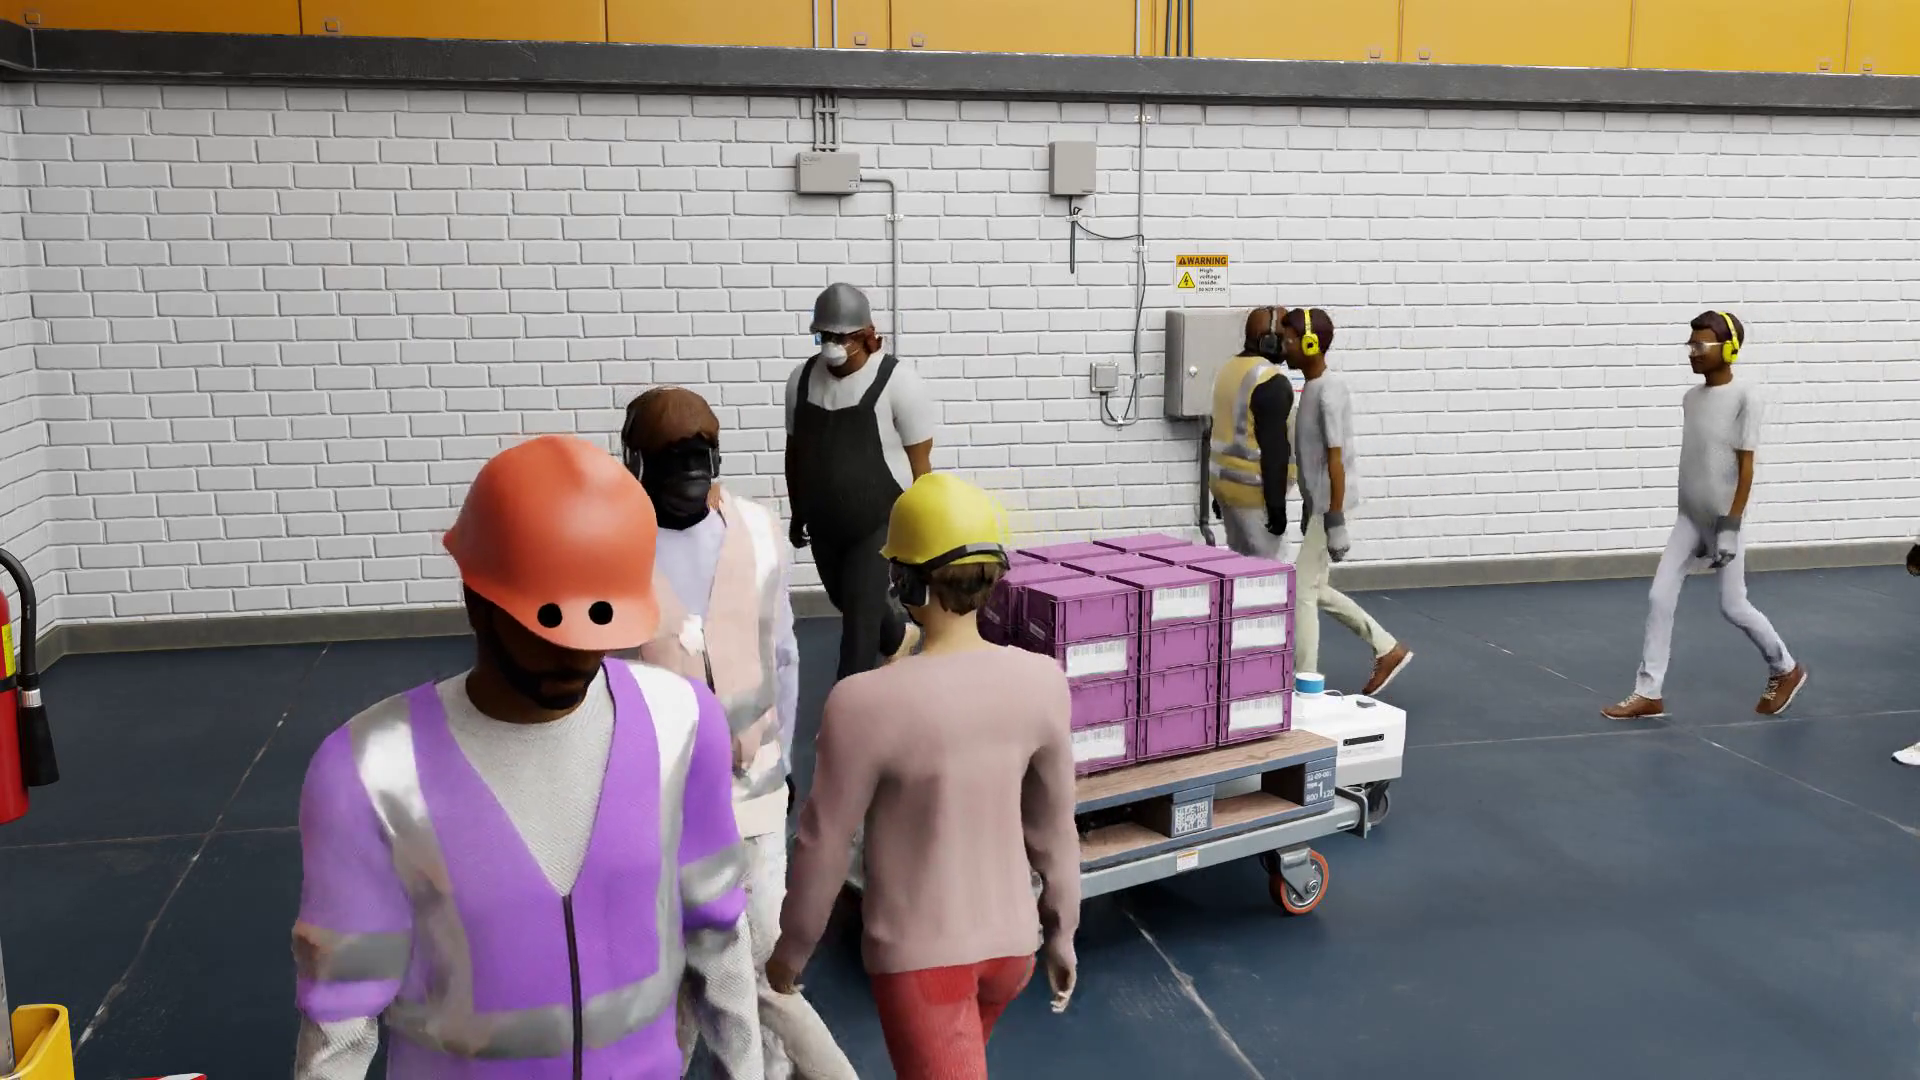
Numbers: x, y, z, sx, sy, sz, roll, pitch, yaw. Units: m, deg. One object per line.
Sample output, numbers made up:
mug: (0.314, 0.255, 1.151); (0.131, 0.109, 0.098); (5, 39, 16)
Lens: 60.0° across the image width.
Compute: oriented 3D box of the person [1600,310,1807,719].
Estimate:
person: (3.378, -0.097, 7.354); (0.914, 1.836, 0.520); (-3, 11, -17)

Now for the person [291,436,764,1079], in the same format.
person: (-0.534, 0.803, 2.174); (0.660, 1.901, 0.484); (-6, 12, -30)

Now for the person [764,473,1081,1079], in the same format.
person: (-0.029, 0.734, 3.075); (0.533, 1.713, 0.931); (-8, 13, -38)

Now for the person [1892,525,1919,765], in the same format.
person: (4.314, -0.021, 6.820); (0.963, 1.881, 0.579); (-3, 11, -15)

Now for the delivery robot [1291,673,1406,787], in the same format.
delivery robot: (1.267, 0.727, 6.059); (0.707, 0.478, 0.477); (-5, 11, -24)

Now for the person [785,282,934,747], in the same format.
person: (-0.401, -0.199, 7.334); (0.704, 2.000, 1.020); (5, 12, 28)

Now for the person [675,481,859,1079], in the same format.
person: (-0.504, 0.657, 3.832); (0.808, 1.603, 0.543); (4, 11, 20)

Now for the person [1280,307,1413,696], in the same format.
person: (1.708, -0.130, 7.526); (0.655, 1.841, 0.558); (1, 10, 4)

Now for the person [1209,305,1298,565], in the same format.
person: (1.368, -0.221, 8.053); (0.545, 1.822, 0.678); (-2, 10, -12)

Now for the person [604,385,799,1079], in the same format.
person: (-0.592, 0.570, 3.701); (0.640, 1.807, 0.873); (-5, 12, -28)
